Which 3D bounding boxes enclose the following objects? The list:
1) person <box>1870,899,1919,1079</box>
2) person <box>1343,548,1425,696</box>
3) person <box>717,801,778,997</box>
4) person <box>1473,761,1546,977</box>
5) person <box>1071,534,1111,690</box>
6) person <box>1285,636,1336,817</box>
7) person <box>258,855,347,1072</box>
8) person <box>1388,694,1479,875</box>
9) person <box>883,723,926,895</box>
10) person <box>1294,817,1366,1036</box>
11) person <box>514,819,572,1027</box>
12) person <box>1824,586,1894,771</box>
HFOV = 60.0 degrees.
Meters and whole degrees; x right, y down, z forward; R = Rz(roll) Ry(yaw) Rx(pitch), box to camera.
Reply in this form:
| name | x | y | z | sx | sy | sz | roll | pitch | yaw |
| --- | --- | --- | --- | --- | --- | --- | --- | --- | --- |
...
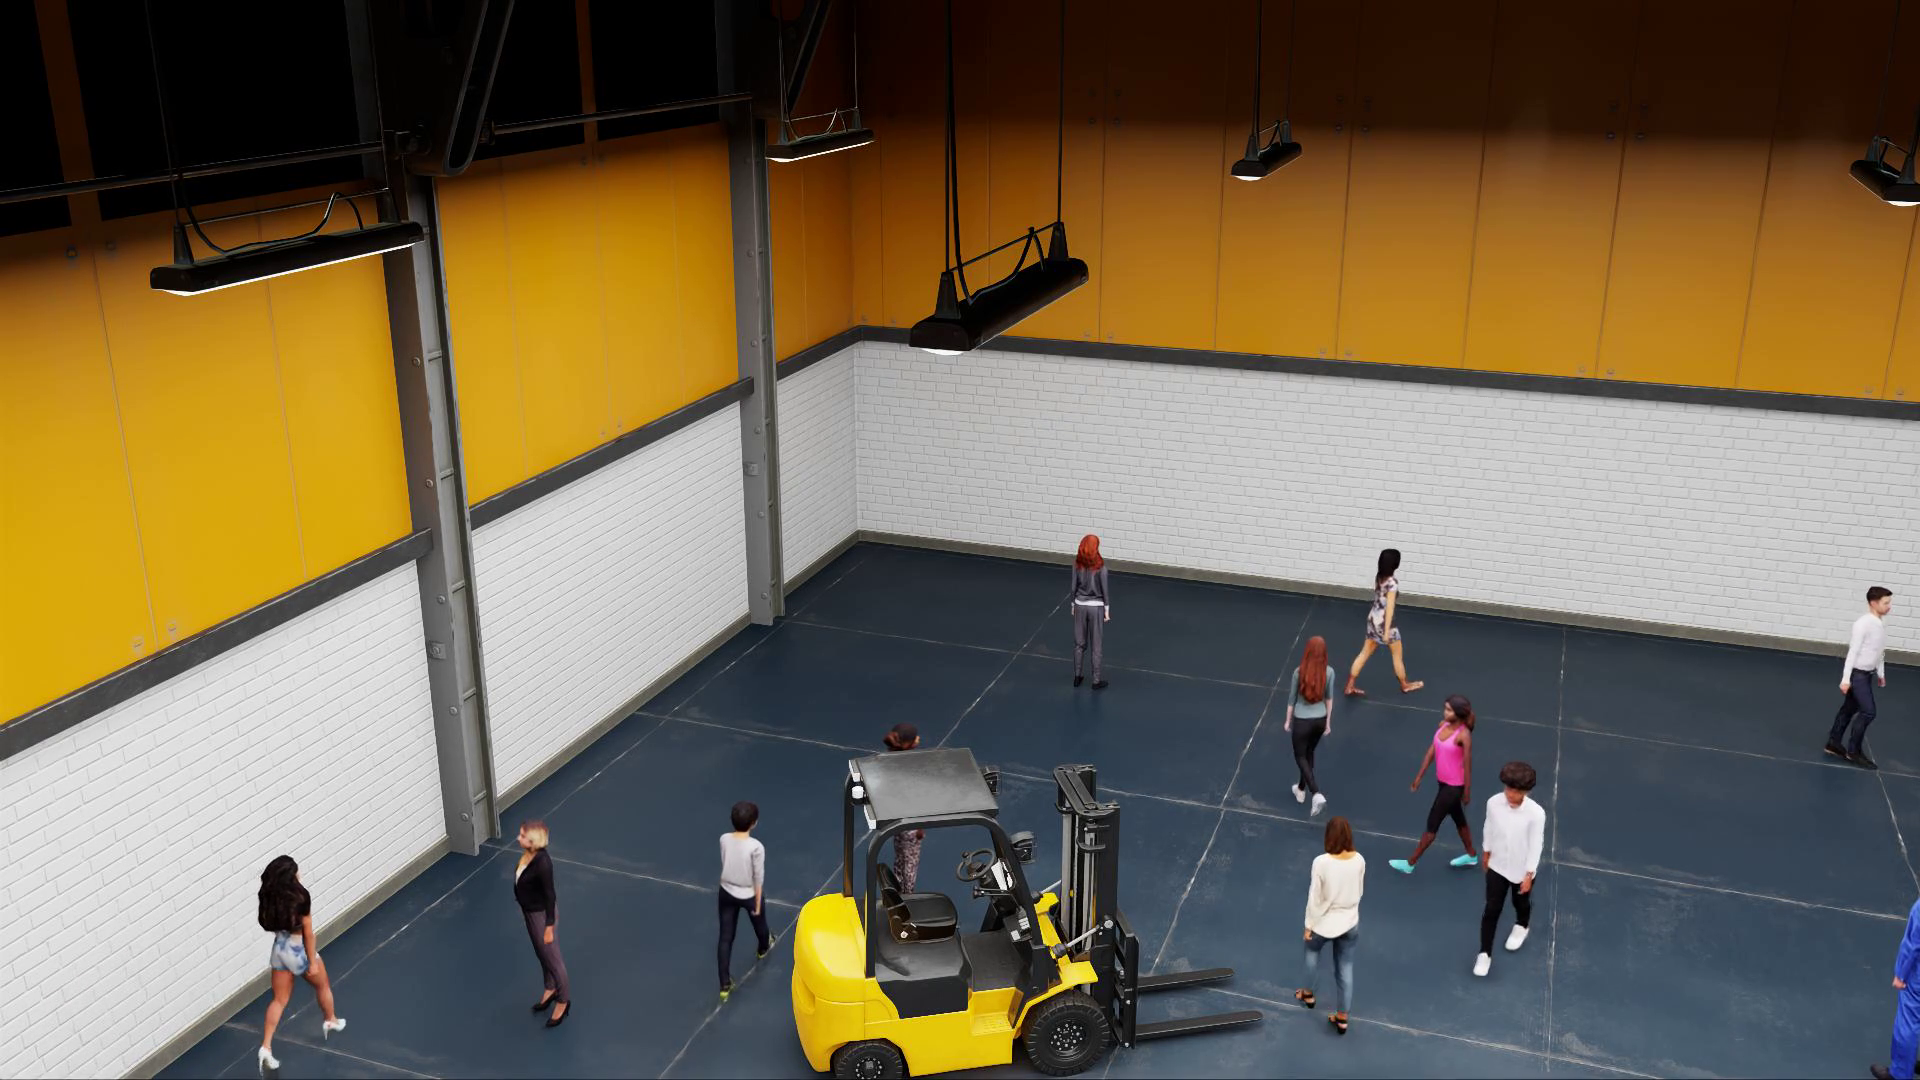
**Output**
| name | x | y | z | sx | sy | sz | roll | pitch | yaw |
| --- | --- | --- | --- | --- | --- | --- | --- | --- | --- |
| person | 6.803 | 3.005 | 11.632 | 0.788 | 1.824 | 0.804 | -6 | 19 | -17 |
| person | 4.482 | 0.942 | 17.982 | 1.084 | 1.681 | 1.145 | -4 | 19 | -13 |
| person | -1.727 | 2.782 | 12.801 | 0.614 | 1.502 | 1.080 | 5 | 19 | 14 |
| person | 4.385 | 2.528 | 13.137 | 0.819 | 1.769 | 1.169 | 14 | 23 | 36 |
| person | 1.423 | 0.780 | 18.309 | 0.615 | 1.779 | 0.524 | 9 | 21 | 26 |
| person | 3.272 | 1.758 | 15.494 | 0.911 | 1.723 | 1.109 | -3 | 19 | -9 |
| person | -4.818 | 3.040 | 11.892 | 0.589 | 1.592 | 1.003 | 7 | 20 | 20 |
| person | 4.342 | 2.134 | 14.464 | 1.010 | 1.669 | 1.104 | -4 | 19 | -12 |
| person | -0.447 | 2.311 | 13.869 | 0.743 | 1.713 | 0.679 | -7 | 20 | -21 |
| person | 2.792 | 2.878 | 12.268 | 0.888 | 1.658 | 0.959 | -4 | 19 | -11 |
| person | -3.099 | 2.832 | 12.387 | 0.728 | 1.670 | 0.689 | -11 | 22 | -30 |
| person | 8.902 | 1.311 | 16.617 | 0.867 | 1.853 | 0.910 | -14 | 23 | -36 |
